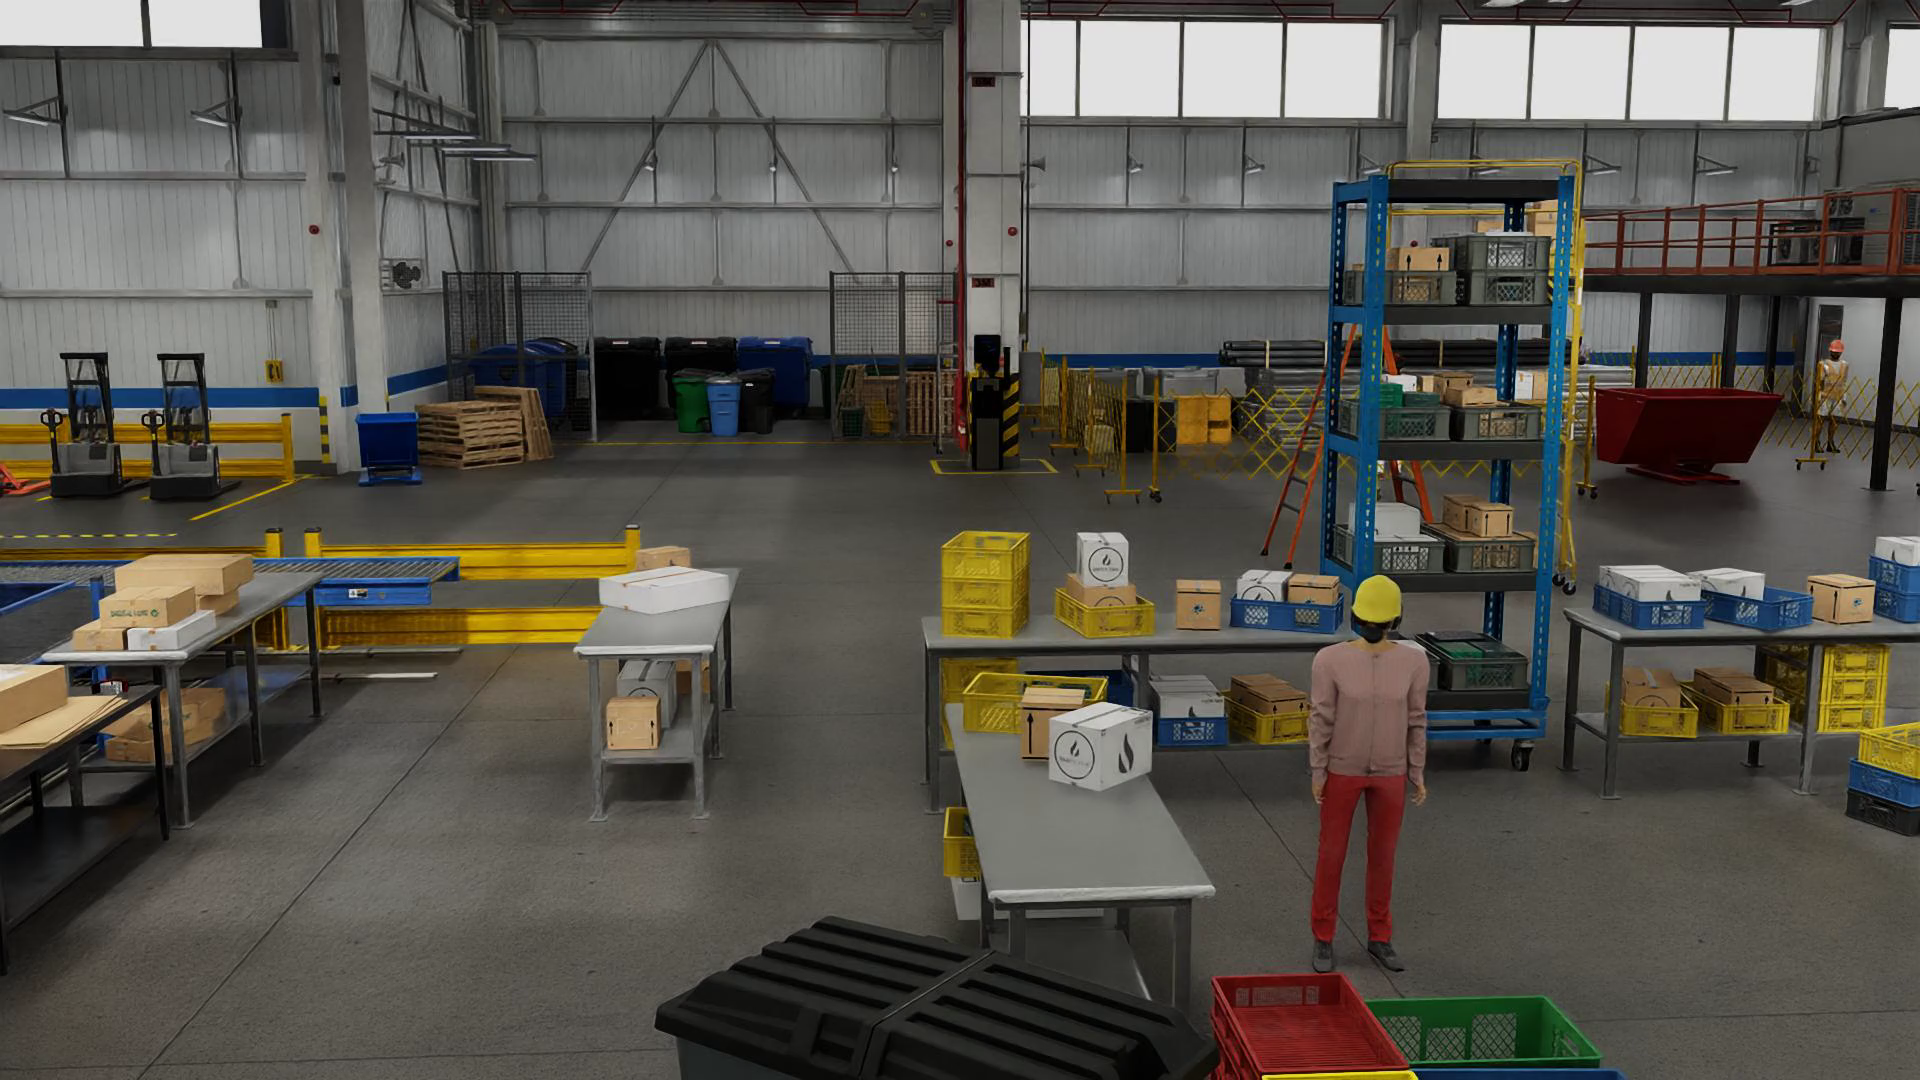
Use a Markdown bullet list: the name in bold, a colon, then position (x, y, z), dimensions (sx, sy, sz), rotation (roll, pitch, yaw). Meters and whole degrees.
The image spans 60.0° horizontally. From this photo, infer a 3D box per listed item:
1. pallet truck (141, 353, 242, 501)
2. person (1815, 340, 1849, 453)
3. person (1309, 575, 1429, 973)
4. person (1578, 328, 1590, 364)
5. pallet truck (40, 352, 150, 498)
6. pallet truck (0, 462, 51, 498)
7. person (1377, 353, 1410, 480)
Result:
- **pallet truck**: position (-10.520, -1.604, 22.925), dimensions (0.823, 1.965, 1.885), rotation (-1, 9, -6)
- **person**: position (14.890, -2.443, 28.400), dimensions (0.542, 1.931, 0.376), rotation (0, 9, -3)
- **person**: position (1.771, 1.015, 7.221), dimensions (0.523, 1.763, 0.329), rotation (0, 9, -3)
- **person**: position (12.972, -3.499, 35.038), dimensions (0.585, 1.928, 0.378), rotation (0, 9, -3)
- **pallet truck**: position (-11.907, -1.642, 23.165), dimensions (0.823, 1.965, 1.885), rotation (0, 9, 0)
- **pallet truck**: position (-13.193, -1.293, 23.148), dimensions (0.653, 1.274, 1.630), rotation (-1, 9, -4)
- **person**: position (6.408, -1.815, 24.606), dimensions (0.573, 1.883, 0.357), rotation (0, 9, -3)
